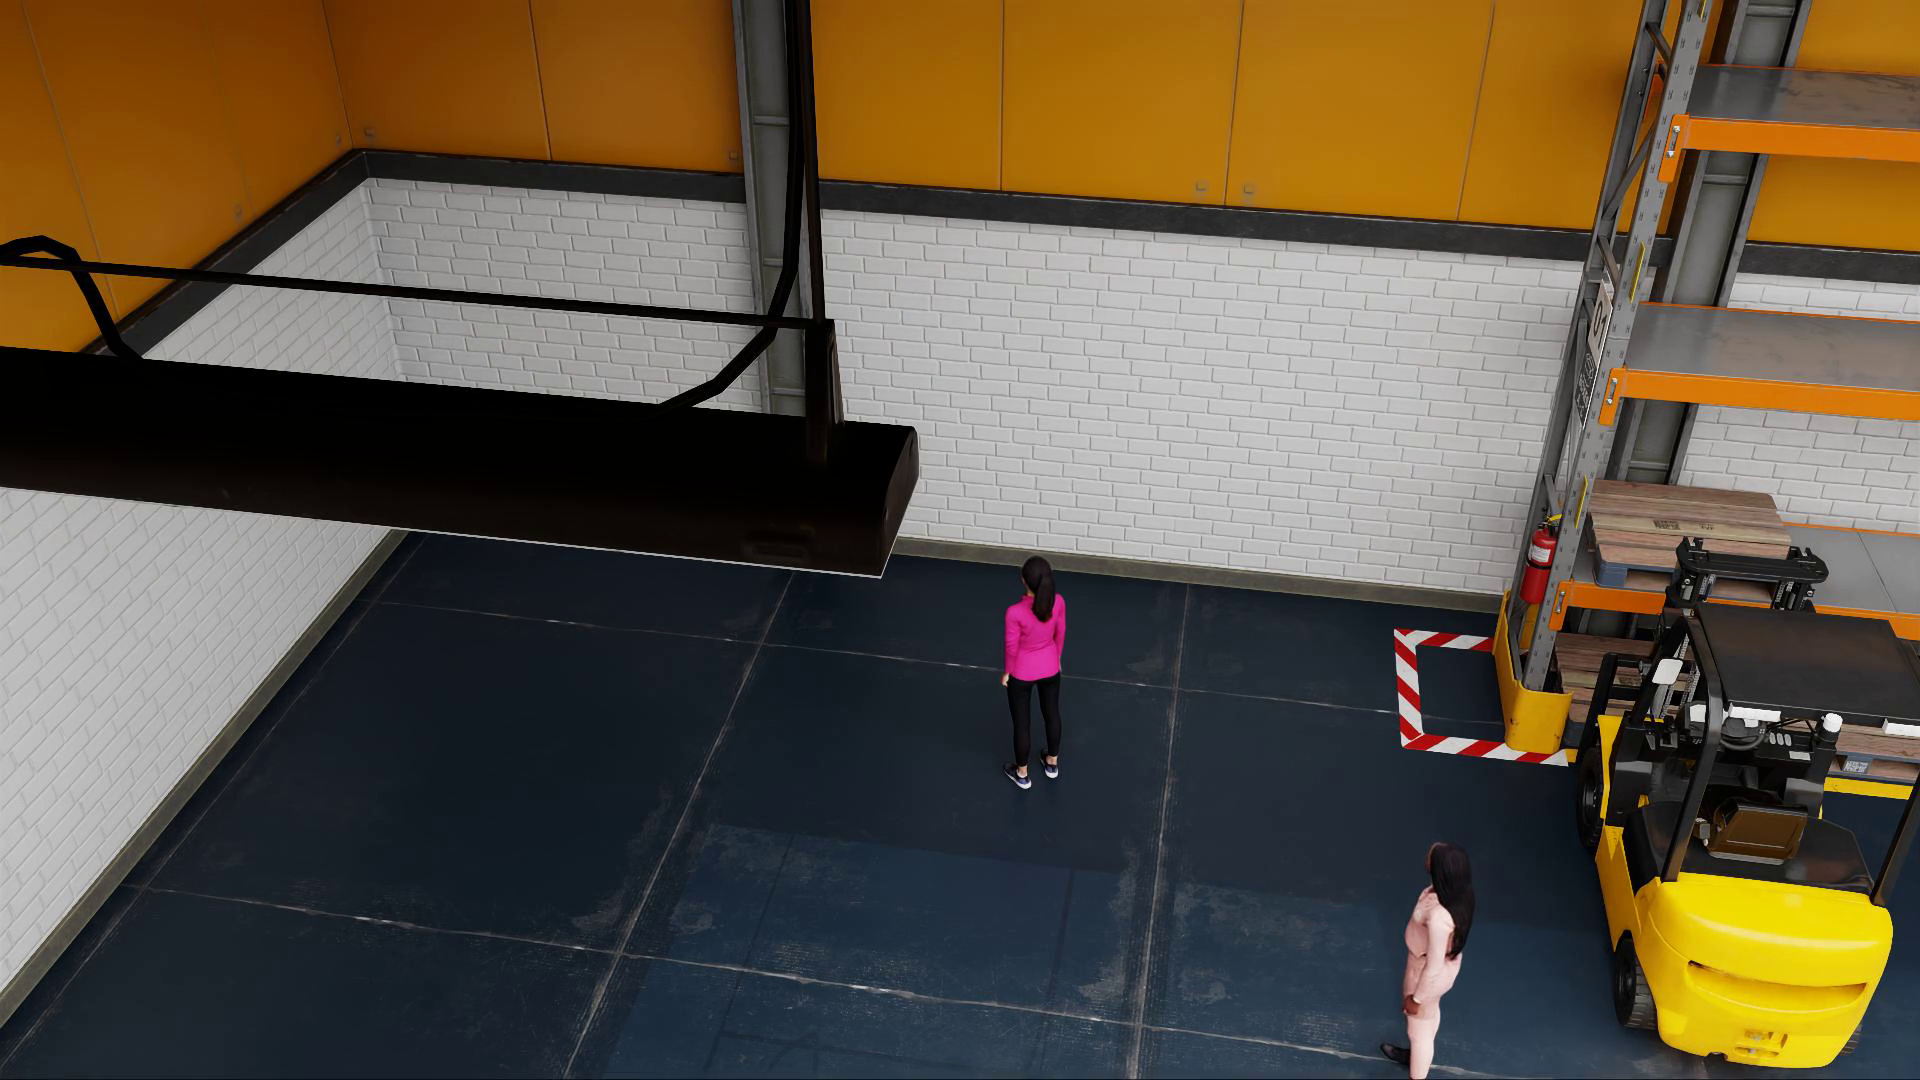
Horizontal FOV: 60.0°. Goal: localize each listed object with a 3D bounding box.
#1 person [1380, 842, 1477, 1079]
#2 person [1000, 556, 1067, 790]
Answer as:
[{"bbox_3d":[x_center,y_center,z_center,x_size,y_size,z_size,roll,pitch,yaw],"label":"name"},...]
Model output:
[{"bbox_3d":[2.369,2.167,8.360,0.618,1.720,0.666,14,36,20],"label":"person"},{"bbox_3d":[0.470,0.820,10.415,0.674,1.698,0.753,-15,36,-21],"label":"person"}]
